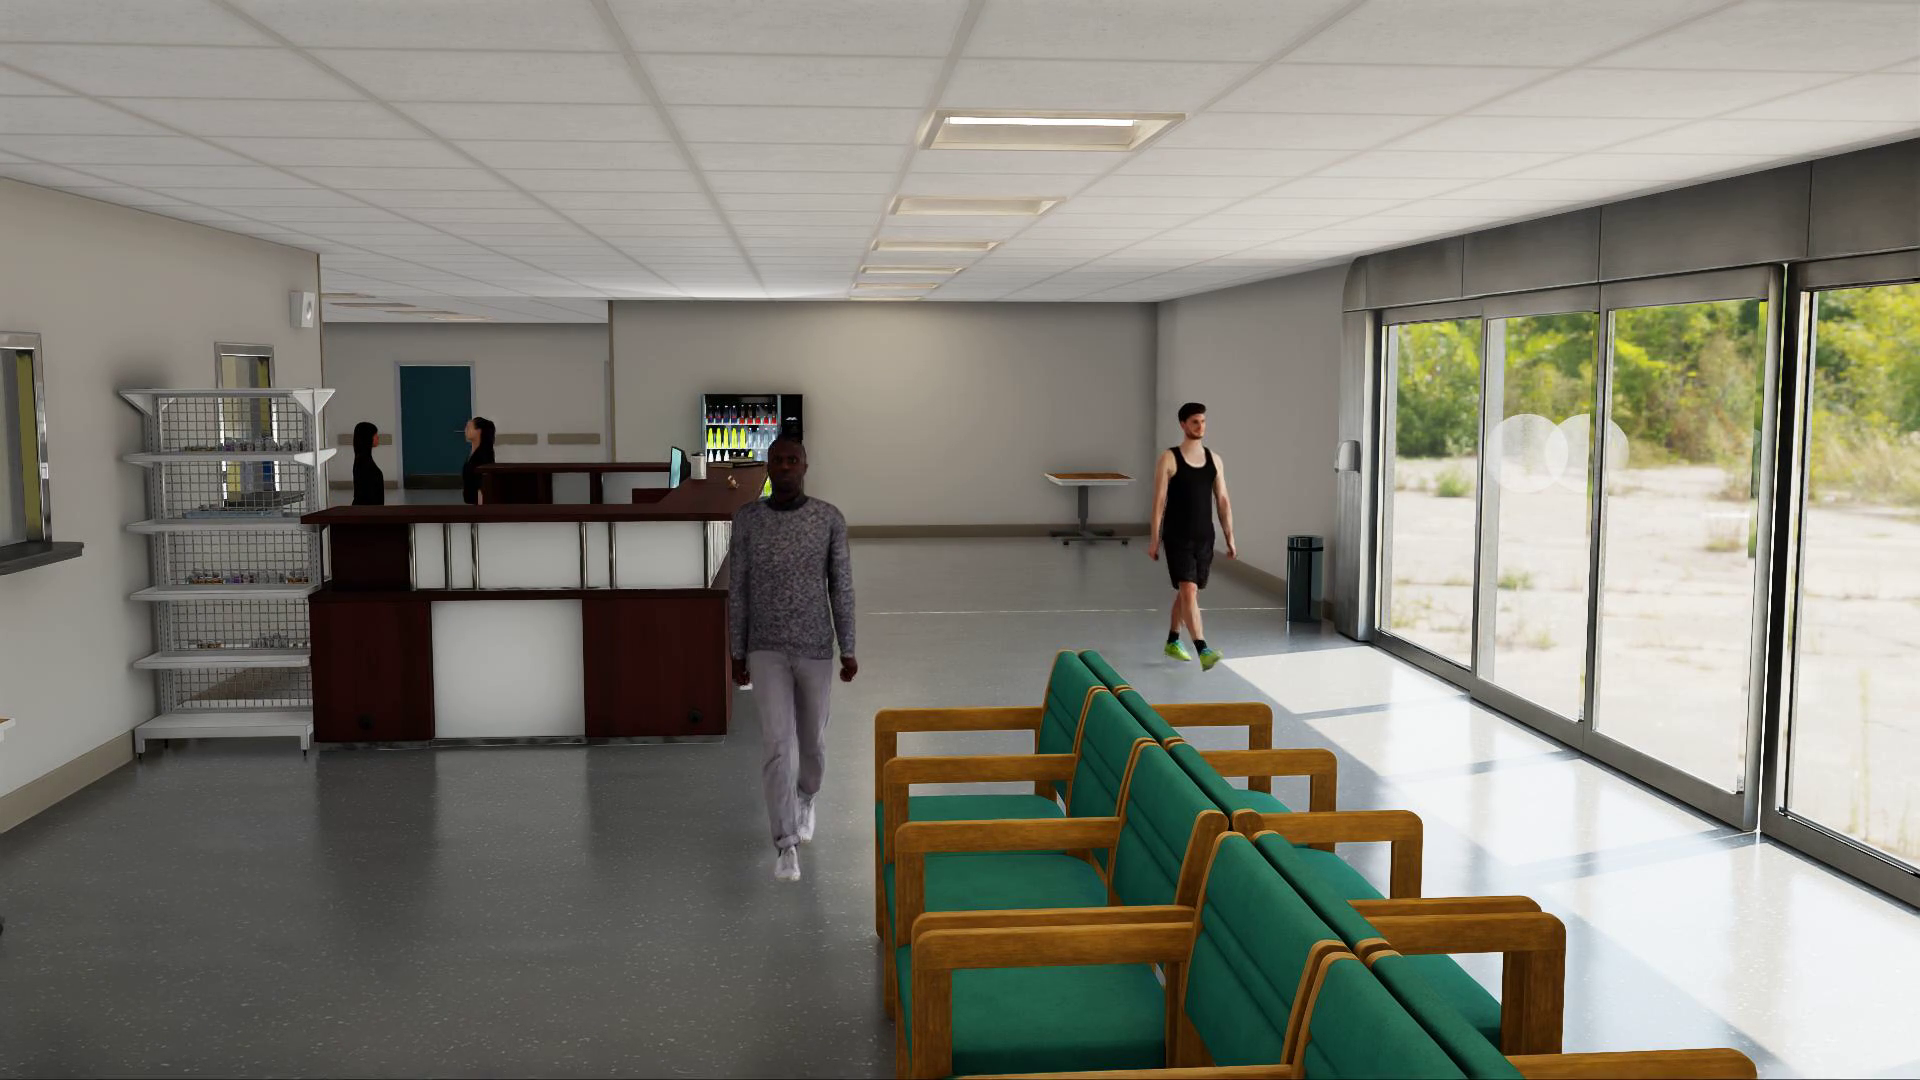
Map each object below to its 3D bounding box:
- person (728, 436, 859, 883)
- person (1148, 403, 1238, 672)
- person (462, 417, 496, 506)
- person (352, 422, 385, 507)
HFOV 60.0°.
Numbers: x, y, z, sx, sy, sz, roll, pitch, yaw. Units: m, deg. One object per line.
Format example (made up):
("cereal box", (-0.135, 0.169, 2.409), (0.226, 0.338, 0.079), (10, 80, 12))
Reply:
("person", (-0.703, 0.475, 7.100), (1.070, 1.816, 0.748), (-1, 6, -6))
("person", (1.577, 0.000, 11.716), (1.204, 1.836, 0.986), (-2, 6, -20))
("person", (-4.265, -0.258, 15.037), (0.846, 1.686, 0.758), (-3, 7, -29))
("person", (-5.466, -0.266, 15.310), (0.632, 1.647, 0.644), (-3, 6, -27))
